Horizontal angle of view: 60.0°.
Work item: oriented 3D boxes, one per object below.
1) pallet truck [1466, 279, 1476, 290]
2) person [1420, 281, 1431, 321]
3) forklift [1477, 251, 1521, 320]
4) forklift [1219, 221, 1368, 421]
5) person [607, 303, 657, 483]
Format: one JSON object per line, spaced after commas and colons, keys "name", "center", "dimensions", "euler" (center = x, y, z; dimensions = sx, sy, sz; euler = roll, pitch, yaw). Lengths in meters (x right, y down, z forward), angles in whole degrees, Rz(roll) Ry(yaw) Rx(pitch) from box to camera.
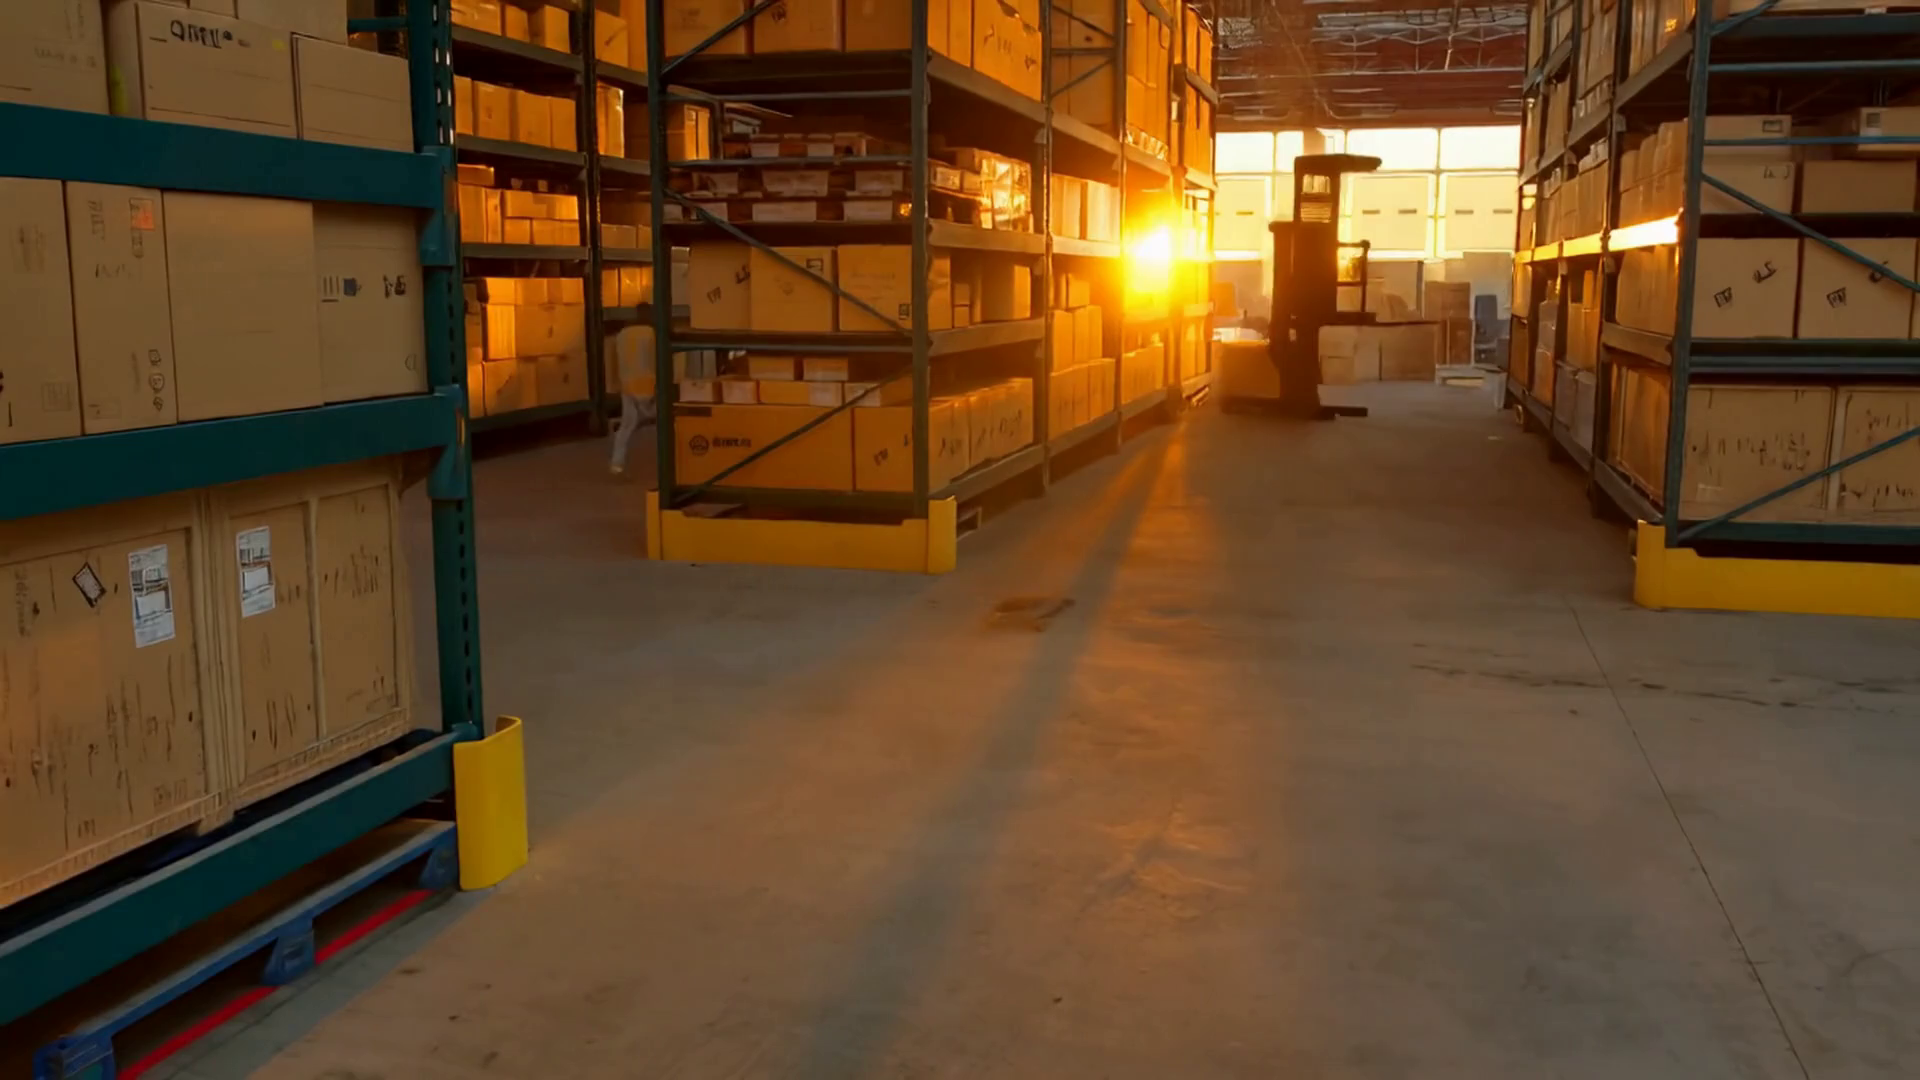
{"name": "pallet truck", "center": [18.896, -8.459, 60.307], "dimensions": [1.885, 1.965, 0.823], "euler": [5, 10, 31]}
{"name": "person", "center": [14.141, -6.802, 49.999], "dimensions": [0.637, 1.932, 0.363], "euler": [6, 11, 33]}
{"name": "forklift", "center": [15.878, -7.202, 49.529], "dimensions": [1.129, 2.768, 1.873], "euler": [-2, 9, -11]}
{"name": "forklift", "center": [4.794, -3.170, 23.910], "dimensions": [1.873, 2.768, 1.129], "euler": [8, 12, 41]}
{"name": "person", "center": [-3.162, -1.456, 16.539], "dimensions": [0.615, 1.789, 0.966], "euler": [5, 10, 29]}
